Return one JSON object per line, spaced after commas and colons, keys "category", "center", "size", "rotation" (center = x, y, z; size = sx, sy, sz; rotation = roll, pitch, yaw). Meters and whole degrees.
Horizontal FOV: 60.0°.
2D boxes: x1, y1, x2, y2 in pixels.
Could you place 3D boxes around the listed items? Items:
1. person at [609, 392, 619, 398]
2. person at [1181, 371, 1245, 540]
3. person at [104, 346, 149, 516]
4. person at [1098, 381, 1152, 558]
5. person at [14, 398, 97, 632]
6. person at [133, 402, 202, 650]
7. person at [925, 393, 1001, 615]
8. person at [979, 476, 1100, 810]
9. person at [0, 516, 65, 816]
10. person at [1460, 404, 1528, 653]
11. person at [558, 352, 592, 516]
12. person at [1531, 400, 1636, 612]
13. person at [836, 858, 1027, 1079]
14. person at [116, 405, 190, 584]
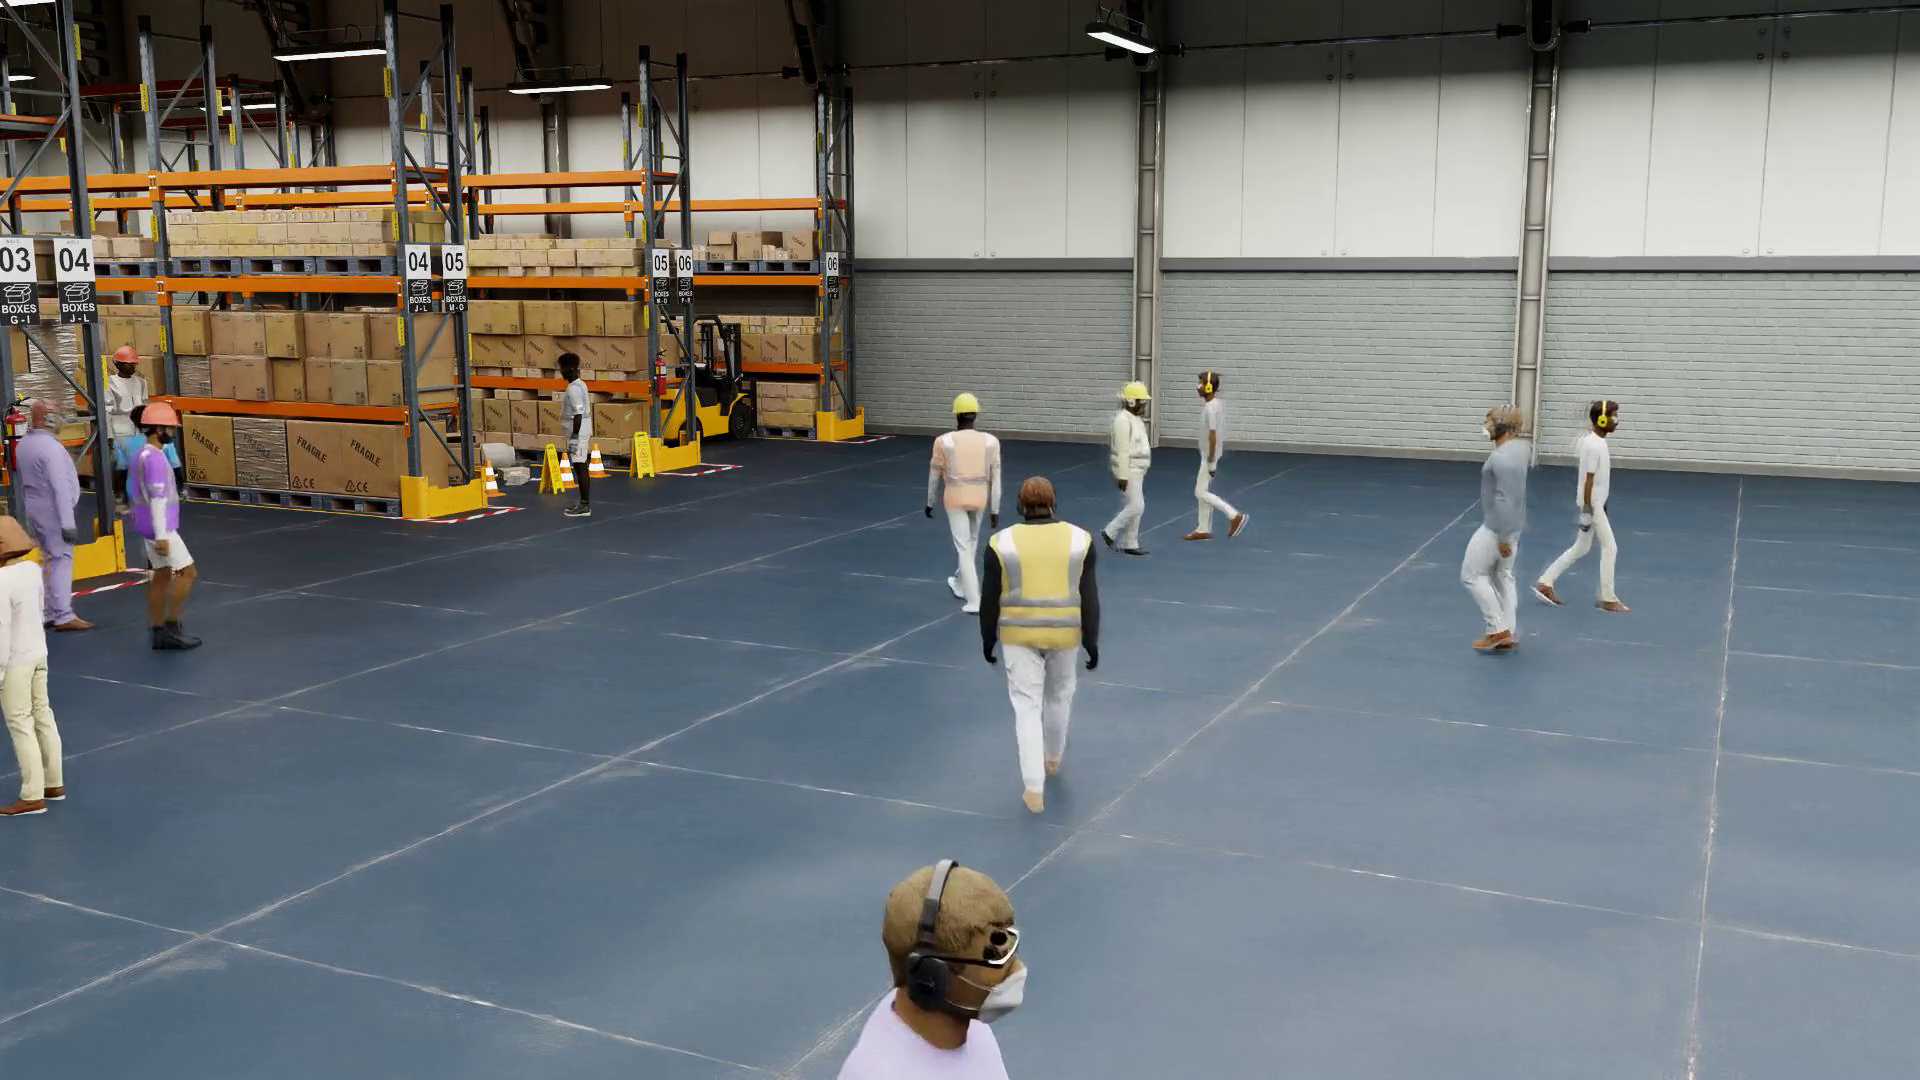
{"category": "person", "center": [-5.544, -2.297, 26.605], "size": [0.677, 1.848, 0.532], "rotation": [5, 10, 27]}
{"category": "person", "center": [2.744, -0.895, 17.981], "size": [0.602, 1.855, 0.516], "rotation": [2, 9, 12]}
{"category": "person", "center": [-9.938, -1.300, 19.914], "size": [0.403, 2.035, 0.606], "rotation": [5, 11, 28]}
{"category": "person", "center": [1.722, -0.707, 16.920], "size": [0.451, 1.816, 0.614], "rotation": [3, 10, 18]}
{"category": "person", "center": [-7.383, -0.200, 13.565], "size": [0.646, 1.910, 0.404], "rotation": [8, 12, 40]}
{"category": "person", "center": [-6.102, -0.100, 12.865], "size": [0.490, 1.924, 0.581], "rotation": [-6, 11, -33]}
{"category": "person", "center": [0.023, -0.330, 14.447], "size": [0.588, 1.873, 0.997], "rotation": [-4, 10, -21]}
{"category": "person", "center": [0.426, 0.535, 9.369], "size": [0.650, 1.795, 0.934], "rotation": [-1, 9, -7]}
{"category": "person", "center": [-5.118, 0.678, 9.017], "size": [0.281, 1.630, 0.515], "rotation": [0, 9, -3]}
{"category": "person", "center": [4.105, -0.077, 12.752], "size": [0.452, 1.922, 0.636], "rotation": [6, 11, 31]}
{"category": "person", "center": [-4.591, -1.264, 19.891], "size": [0.369, 1.965, 0.601], "rotation": [-1, 9, -7]}
{"category": "person", "center": [5.430, -0.296, 14.424], "size": [0.864, 1.846, 0.526], "rotation": [3, 10, 17]}
{"category": "person", "center": [-0.062, 1.506, 2.997], "size": [0.357, 1.937, 0.636], "rotation": [2, 9, 10]}
{"category": "person", "center": [-7.630, -0.449, 15.783], "size": [0.552, 1.661, 0.791], "rotation": [0, 9, 1]}
